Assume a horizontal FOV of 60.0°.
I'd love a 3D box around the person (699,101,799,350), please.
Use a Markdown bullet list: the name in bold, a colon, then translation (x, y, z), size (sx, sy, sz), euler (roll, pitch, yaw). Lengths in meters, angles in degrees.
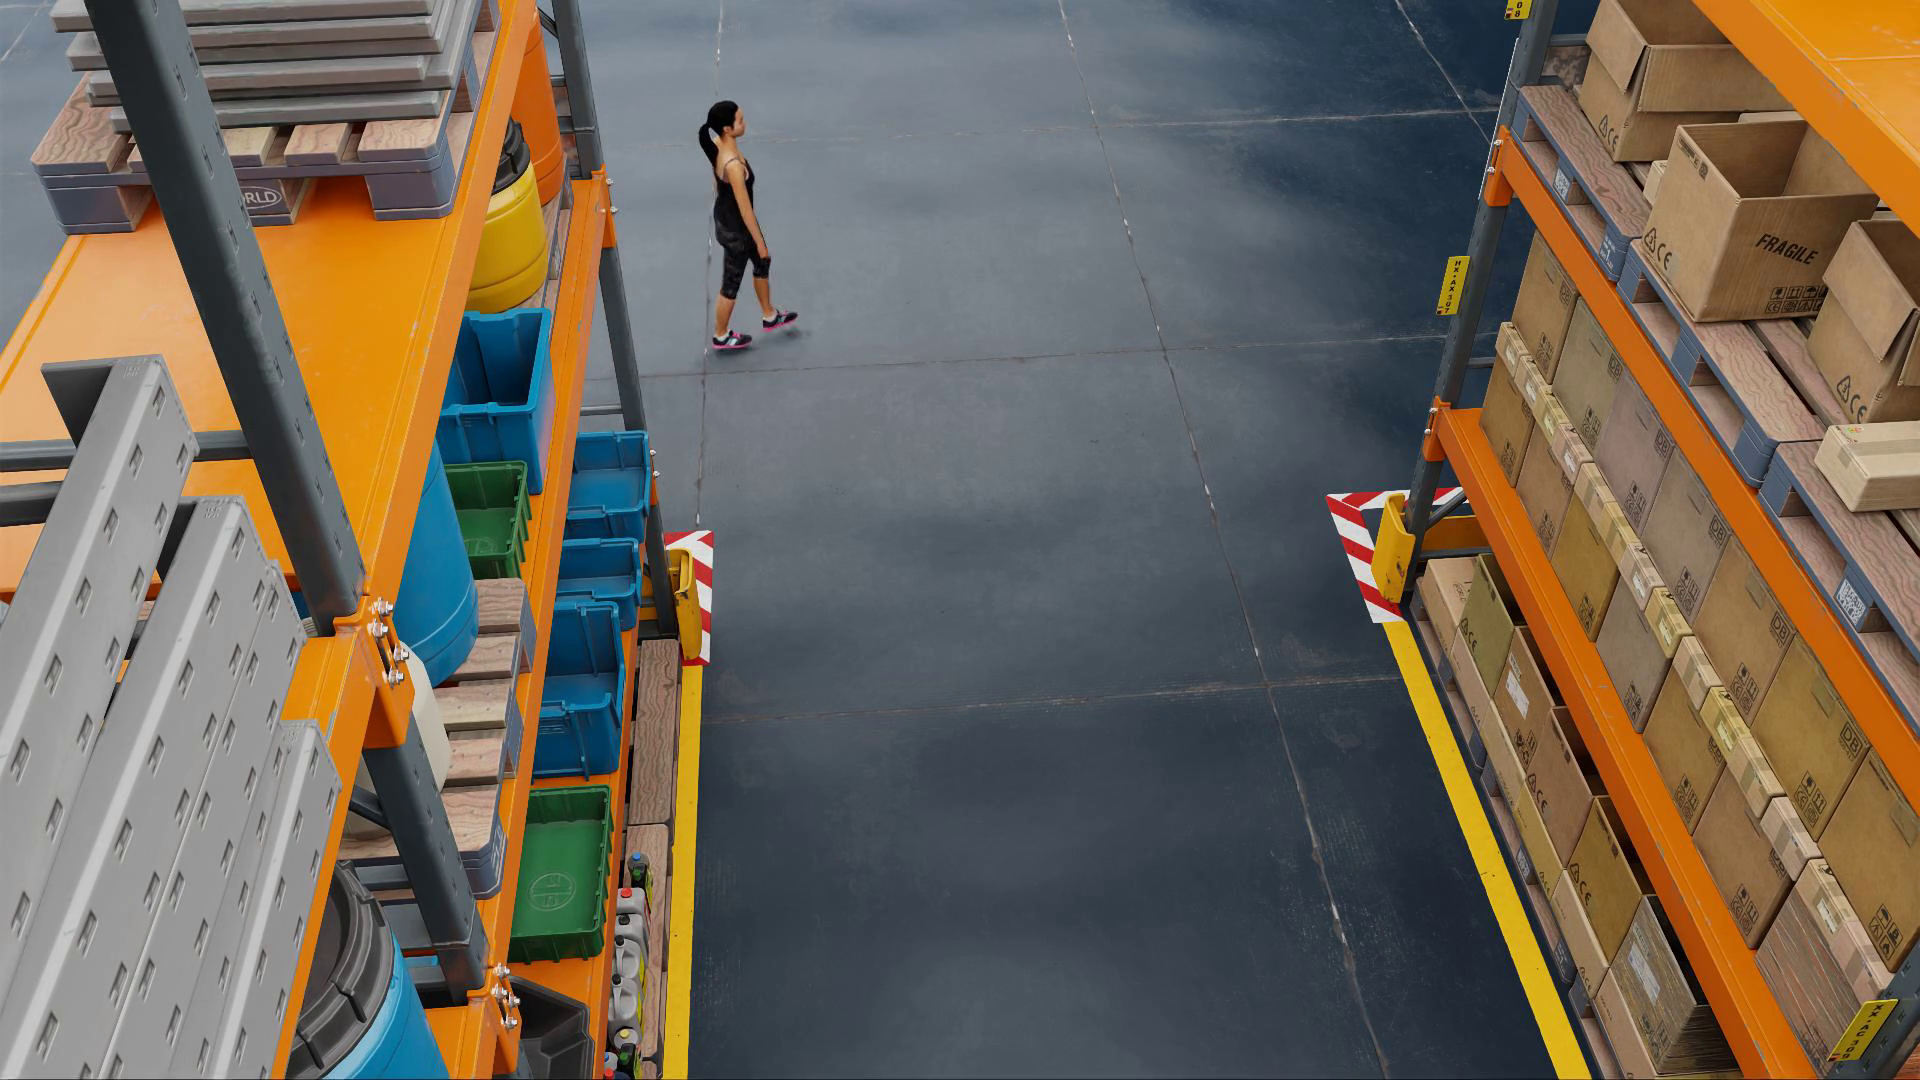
- **person**: translation (-1.490, -1.914, 10.360), size (0.764, 1.711, 0.835), euler (-14, 44, -15)
